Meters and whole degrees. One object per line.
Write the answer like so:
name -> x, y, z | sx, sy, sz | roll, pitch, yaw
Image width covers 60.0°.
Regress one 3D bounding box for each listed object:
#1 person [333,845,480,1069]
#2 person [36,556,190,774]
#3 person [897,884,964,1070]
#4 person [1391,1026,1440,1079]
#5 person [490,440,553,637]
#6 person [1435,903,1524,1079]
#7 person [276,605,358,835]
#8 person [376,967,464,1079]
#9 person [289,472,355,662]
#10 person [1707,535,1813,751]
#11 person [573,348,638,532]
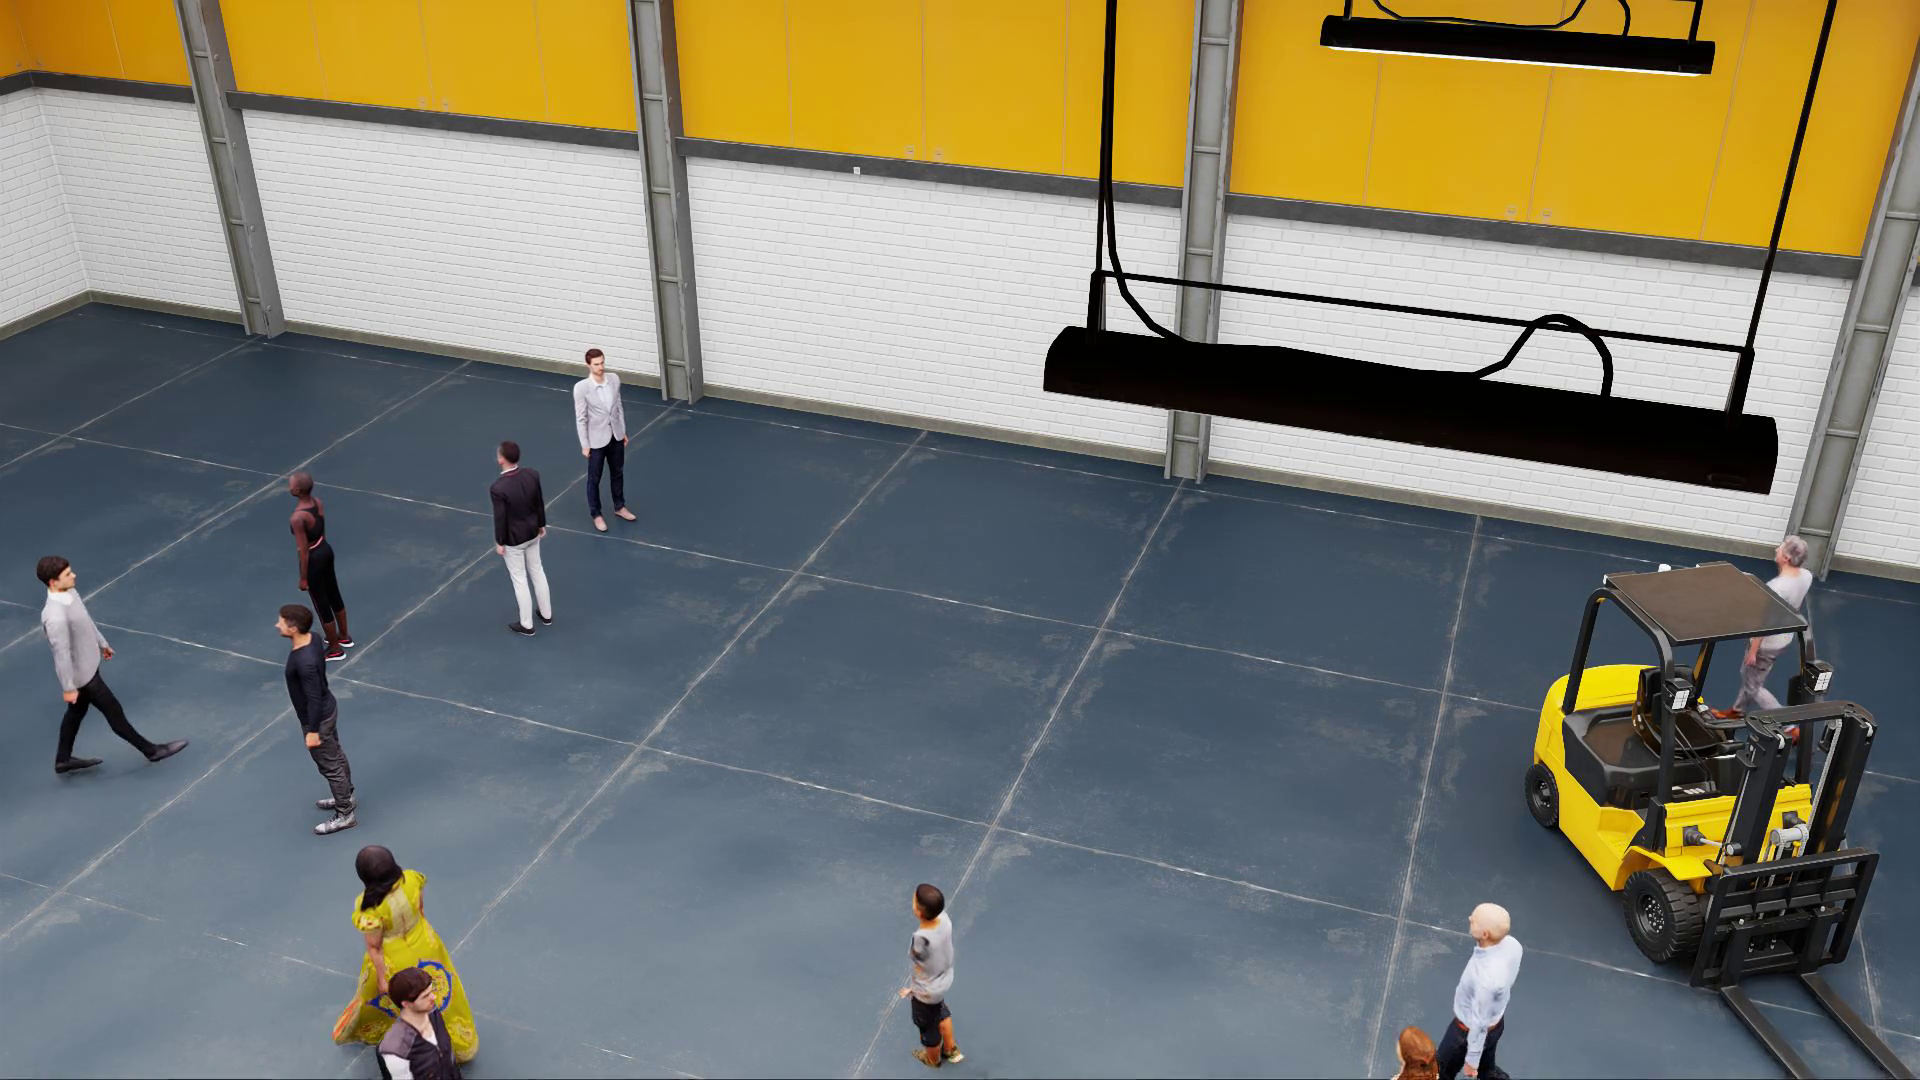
person -> -3.295, 2.564, 10.019 | 1.247, 1.616, 0.940 | 17, 33, 28
person -> -6.764, 1.005, 12.615 | 1.339, 1.867, 1.240 | -10, 30, -18
person -> -0.122, 2.641, 10.049 | 0.696, 1.452, 0.669 | 20, 35, 32
person -> 2.390, 3.257, 8.754 | 0.695, 1.611, 0.750 | -20, 35, -33
person -> -3.835, -0.030, 14.536 | 0.685, 1.843, 0.724 | 22, 36, 35
person -> 2.999, 2.819, 9.395 | 1.227, 1.765, 0.843 | 18, 33, 30
person -> -4.669, 1.276, 12.114 | 0.738, 1.870, 0.721 | -7, 29, -12
person -> -2.956, 3.045, 8.932 | 1.196, 1.812, 0.722 | 8, 30, 15
person -> -5.471, 0.210, 14.186 | 0.604, 1.758, 0.627 | 3, 29, 5
person -> 6.401, 0.829, 12.997 | 1.034, 1.810, 1.190 | -20, 35, -33
person -> -3.508, -1.023, 16.348 | 0.765, 1.853, 0.754 | -23, 36, -36
